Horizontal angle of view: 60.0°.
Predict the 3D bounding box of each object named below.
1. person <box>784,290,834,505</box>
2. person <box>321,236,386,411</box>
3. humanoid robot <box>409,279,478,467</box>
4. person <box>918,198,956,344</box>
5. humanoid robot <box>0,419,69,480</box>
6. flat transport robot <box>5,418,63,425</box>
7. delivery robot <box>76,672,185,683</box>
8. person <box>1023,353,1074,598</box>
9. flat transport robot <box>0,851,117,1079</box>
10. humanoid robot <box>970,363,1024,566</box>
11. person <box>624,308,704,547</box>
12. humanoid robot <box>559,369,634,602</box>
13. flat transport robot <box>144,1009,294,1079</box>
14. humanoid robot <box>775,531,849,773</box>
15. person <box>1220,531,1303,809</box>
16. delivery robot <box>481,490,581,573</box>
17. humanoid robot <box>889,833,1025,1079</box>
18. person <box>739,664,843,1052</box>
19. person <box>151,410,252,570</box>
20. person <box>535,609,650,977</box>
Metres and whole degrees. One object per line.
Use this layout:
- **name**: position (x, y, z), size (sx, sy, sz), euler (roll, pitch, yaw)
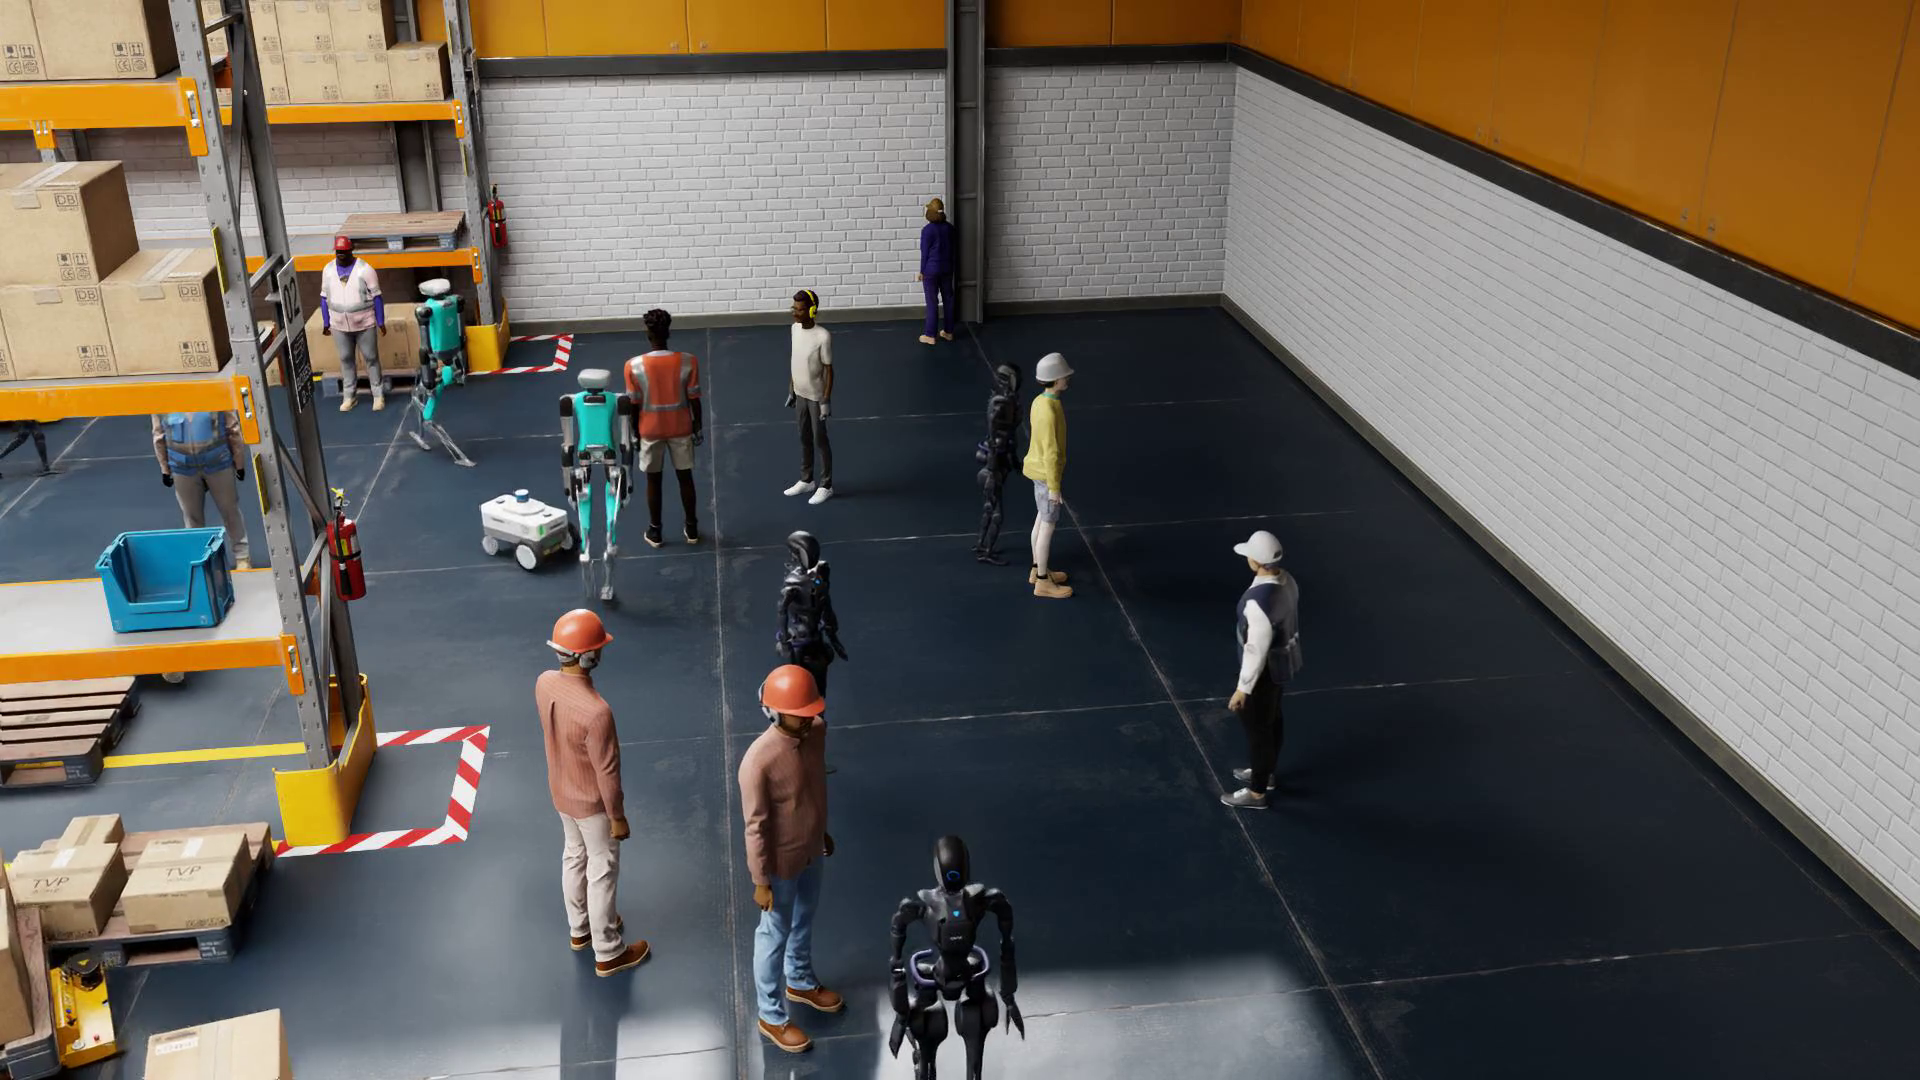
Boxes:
- **person**: position (-1.288, -1.224, 14.194), size (0.517, 1.873, 0.328), euler (21, 31, 40)
- **person**: position (-5.976, -2.131, 16.404), size (0.611, 1.754, 0.419), euler (-2, 24, -4)
- **humanoid robot**: position (-4.878, -1.538, 15.139), size (1.021, 1.778, 0.533), euler (12, 27, 26)
- **person**: position (-0.263, -3.004, 18.551), size (0.450, 1.623, 0.339), euler (-17, 29, -34)
- **humanoid robot**: position (-8.387, -1.315, 14.659), size (0.628, 1.629, 0.610), euler (-17, 29, -34)
- **flat transport robot**: position (-9.517, -1.321, 16.406), size (1.431, 0.231, 0.659), euler (-3, 24, -7)
- **delivery robot**: position (-5.686, 0.685, 11.469), size (0.783, 0.586, 0.499), euler (0, 24, 1)
- **person**: position (0.663, -0.487, 12.488), size (0.384, 1.894, 0.475), euler (-2, 24, -4)
- **flat transport robot**: position (-4.824, 2.420, 7.882), size (1.431, 0.231, 0.659), euler (-13, 27, -27)
- **humanoid robot**: position (0.269, -0.611, 13.058), size (0.447, 1.639, 0.602), euler (9, 25, 19)
- **person**: position (-2.354, -0.899, 13.348), size (0.606, 1.955, 0.386), euler (-7, 25, -15)
- **humanoid robot**: position (-2.659, -0.289, 12.327), size (0.553, 1.837, 0.824), euler (-5, 24, -11)
- **flat transport robot**: position (-3.192, 2.861, 6.879), size (1.431, 0.231, 0.659), euler (13, 27, 27)
- **humanoid robot**: position (-0.896, 0.697, 10.057), size (0.336, 1.652, 0.609), euler (12, 26, 25)
- **person**: position (1.772, 0.768, 9.798), size (0.456, 1.754, 0.753), euler (11, 26, 24)
- **delivery robot**: position (-3.449, -0.100, 13.272), size (0.779, 0.598, 0.499), euler (14, 27, 29)
- **humanoid robot**: position (-0.032, 1.951, 7.237), size (0.599, 1.634, 0.696), euler (-5, 24, -10)
- **person**: position (-0.783, 1.477, 7.887), size (0.393, 1.993, 0.614), euler (12, 26, 26)
- **person**: position (-5.809, -0.573, 12.765), size (0.631, 1.837, 0.431), euler (-6, 24, -14)
- **person**: position (-1.860, 1.268, 8.379), size (0.401, 1.986, 0.610), euler (-20, 31, -38)
